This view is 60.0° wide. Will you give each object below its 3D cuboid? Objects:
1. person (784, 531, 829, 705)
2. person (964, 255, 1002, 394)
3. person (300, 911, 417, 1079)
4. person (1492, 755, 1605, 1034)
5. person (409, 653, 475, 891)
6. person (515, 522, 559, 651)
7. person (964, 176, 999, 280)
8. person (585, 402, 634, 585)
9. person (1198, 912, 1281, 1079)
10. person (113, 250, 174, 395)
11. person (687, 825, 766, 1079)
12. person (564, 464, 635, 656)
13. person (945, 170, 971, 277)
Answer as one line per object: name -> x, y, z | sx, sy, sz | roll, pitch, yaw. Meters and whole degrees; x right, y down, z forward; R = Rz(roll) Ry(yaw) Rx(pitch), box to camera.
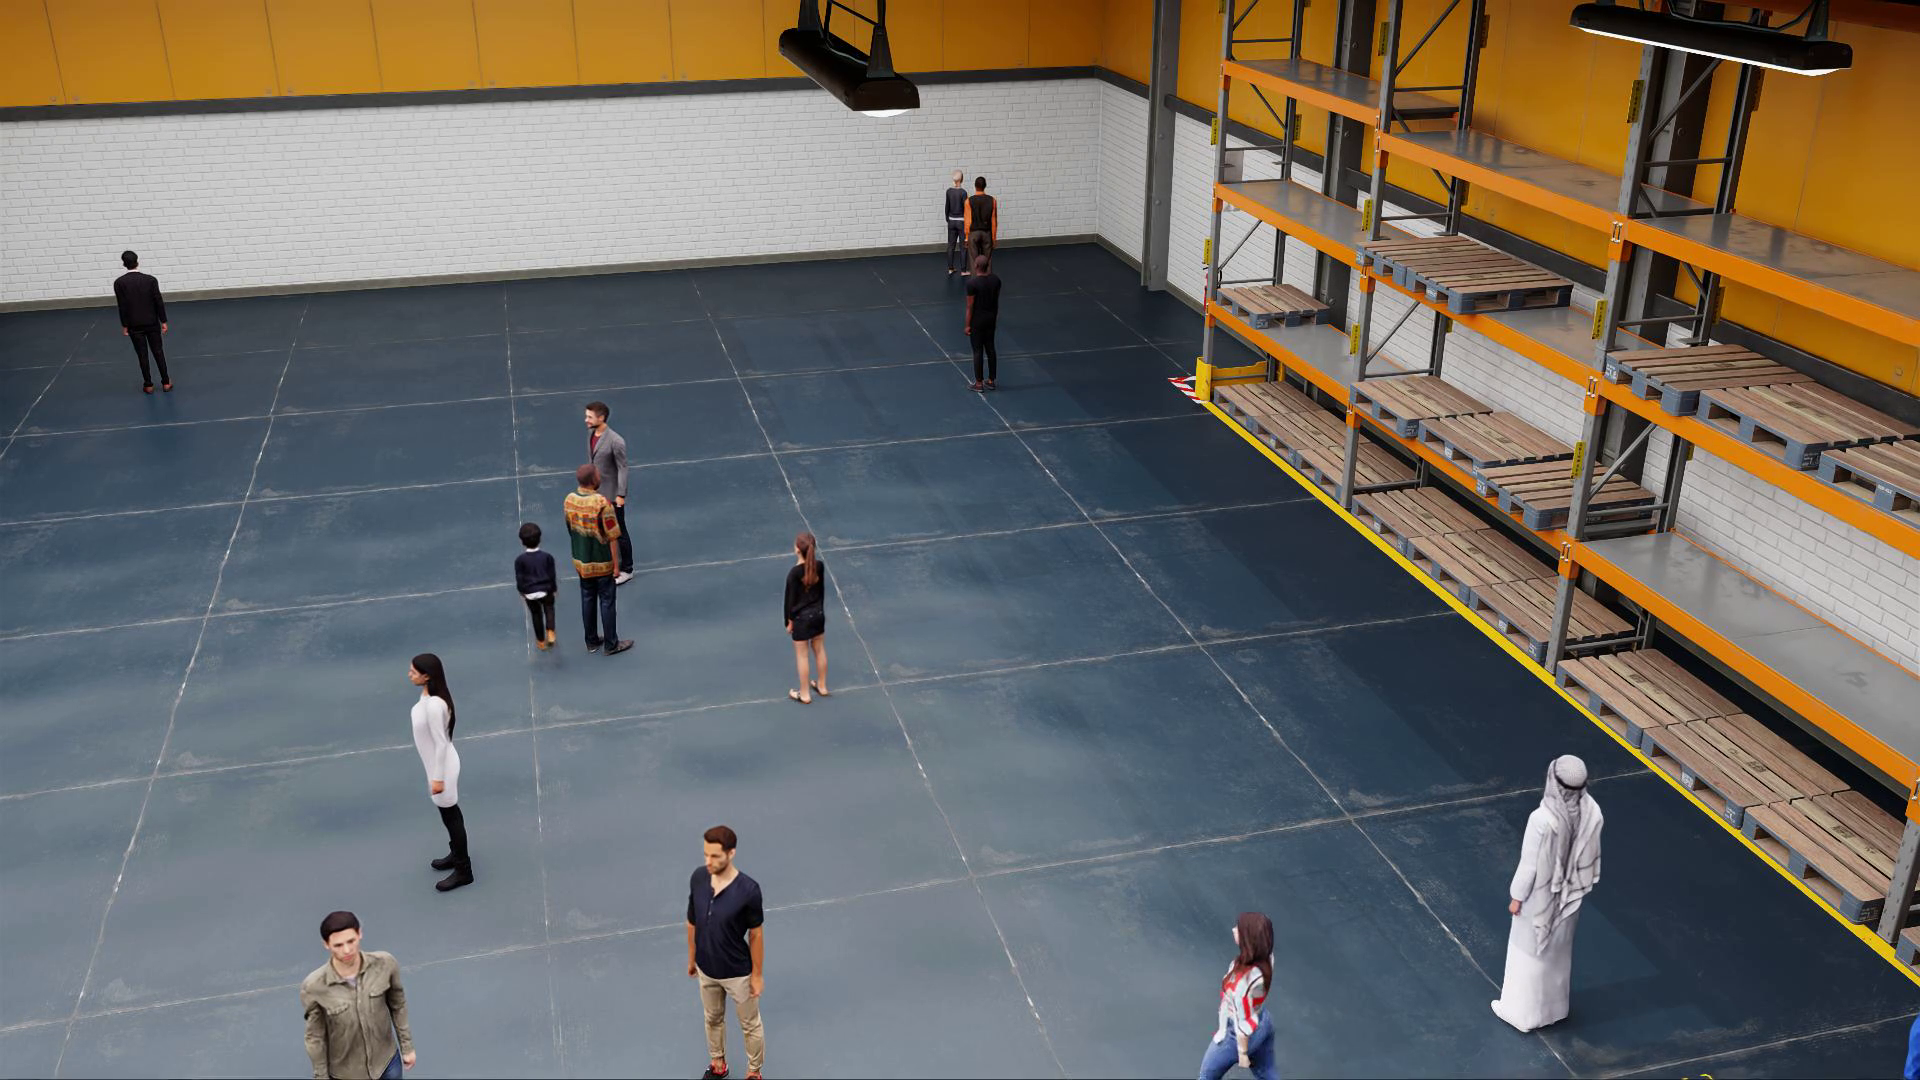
person -> -1.298, 0.641, 14.185 | 0.621, 1.556, 0.658 | -19, 30, -36
person -> 0.302, -2.848, 21.838 | 0.730, 1.819, 0.679 | -15, 28, -30
person -> -3.197, 2.781, 8.902 | 0.780, 1.865, 0.736 | -17, 29, -33
person -> 3.628, 2.169, 10.225 | 0.688, 1.927, 0.632 | -8, 25, -17
person -> -3.633, 1.601, 11.672 | 0.686, 1.808, 0.488 | -8, 25, -18
person -> -3.816, 0.439, 15.070 | 0.521, 1.217, 0.539 | -8, 25, -18
person -> 0.323, -4.734, 26.040 | 0.703, 1.908, 0.620 | -4, 24, -9
person -> -3.470, -0.481, 16.359 | 0.729, 1.871, 0.839 | 19, 30, 37
person -> 1.678, 2.776, 9.280 | 1.129, 1.572, 1.045 | 14, 27, 29
person -> -10.713, -2.861, 21.790 | 0.753, 1.881, 0.648 | -13, 27, -27
person -> -1.351, 2.456, 9.654 | 0.714, 1.859, 0.733 | 9, 25, 19
person -> -3.283, 0.169, 14.949 | 0.818, 1.807, 0.870 | 12, 26, 25
person -> -0.032, -5.250, 27.448 | 0.669, 1.727, 0.734 | 14, 27, 29
